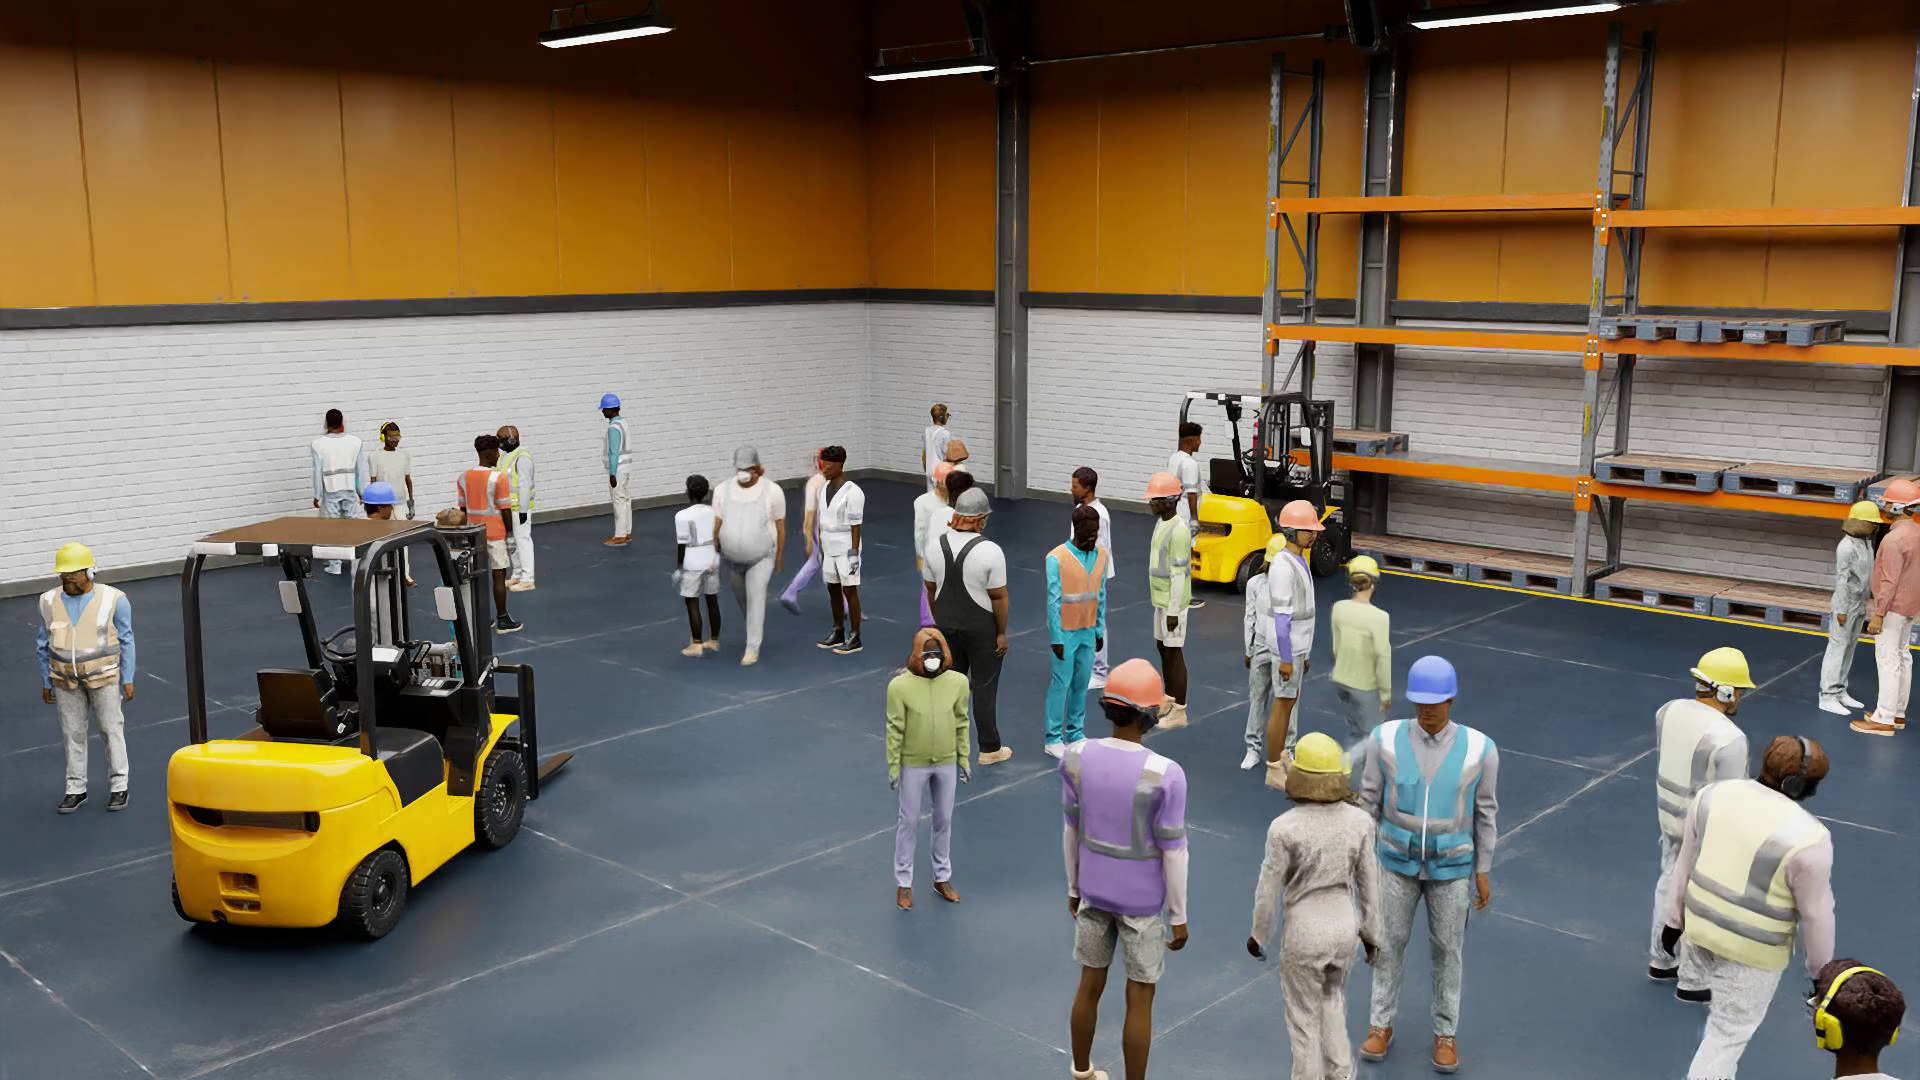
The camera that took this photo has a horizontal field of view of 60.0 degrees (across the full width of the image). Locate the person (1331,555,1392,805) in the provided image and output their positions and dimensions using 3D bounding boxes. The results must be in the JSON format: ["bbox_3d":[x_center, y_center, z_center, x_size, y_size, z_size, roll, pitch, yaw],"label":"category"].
[{"bbox_3d":[2.642,0.967,11.119,0.608,1.740,0.543,-6,12,-30],"label":"person"}]

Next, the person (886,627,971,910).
[{"bbox_3d":[-0.176,1.294,9.531,0.503,1.632,0.271,-3,11,-19],"label":"person"}]

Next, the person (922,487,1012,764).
[{"bbox_3d":[0.099,0.616,12.234,0.683,2.000,0.537,7,12,33],"label":"person"}]

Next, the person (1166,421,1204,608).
[{"bbox_3d":[2.372,-0.275,17.527,0.366,1.962,0.614,-3,10,-15],"label":"person"}]

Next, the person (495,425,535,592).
[{"bbox_3d":[-4.926,-0.359,18.401,0.429,1.831,0.636,-7,12,-36],"label":"person"}]

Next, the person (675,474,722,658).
[{"bbox_3d":[-2.411,0.236,15.393,0.319,1.696,0.539,9,13,41],"label":"person"}]

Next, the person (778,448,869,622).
[{"bbox_3d":[-1.430,-0.067,16.848,0.976,1.792,0.580,2,10,13],"label":"person"}]

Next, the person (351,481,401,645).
[{"bbox_3d":[-4.601,0.501,13.201,0.418,1.939,0.615,-8,13,-39],"label":"person"}]

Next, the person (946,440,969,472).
[{"bbox_3d":[-0.031,-0.309,18.662,0.286,1.633,0.500,1,10,3],"label":"person"}]

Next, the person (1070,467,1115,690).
[{"bbox_3d":[1.116,0.324,14.265,0.384,1.913,0.607,-3,10,-14],"label":"person"}]

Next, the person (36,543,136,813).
[{"bbox_3d":[-5.839,0.917,11.114,0.603,1.830,0.404,-1,10,-8],"label":"person"}]

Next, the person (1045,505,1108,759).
[{"bbox_3d":[0.854,0.675,12.318,0.585,1.902,0.406,-9,13,-40],"label":"person"}]

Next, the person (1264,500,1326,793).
[{"bbox_3d":[2.326,0.730,11.579,0.374,2.042,0.615,3,11,19],"label":"person"}]

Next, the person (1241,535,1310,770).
[{"bbox_3d":[2.280,0.817,11.967,0.486,1.735,0.322,3,10,18],"label":"person"}]

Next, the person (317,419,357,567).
[{"bbox_3d":[-7.380,-0.581,19.718,0.630,1.820,0.428,9,13,41],"label":"person"}]

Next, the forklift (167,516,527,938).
[{"bbox_3d":[-3.583,0.976,9.748,1.214,2.155,2.313,2,10,11],"label":"forklift"}]

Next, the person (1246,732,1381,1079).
[{"bbox_3d":[1.518,1.679,7.088,0.514,1.724,0.429,-4,11,-21],"label":"person"}]

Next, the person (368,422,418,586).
[{"bbox_3d":[-6.295,-0.383,18.455,0.509,1.860,0.333,-9,13,-42],"label":"person"}]

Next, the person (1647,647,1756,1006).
[{"bbox_3d":[3.697,1.420,8.294,0.403,1.818,0.606,-2,10,-13],"label":"person"}]

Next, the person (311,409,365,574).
[{"bbox_3d":[-7.201,-0.564,19.300,0.597,1.917,0.379,-8,13,-39],"label":"person"}]

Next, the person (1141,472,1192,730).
[{"bbox_3d":[1.608,0.476,13.070,0.403,2.035,0.604,-1,10,-6],"label":"person"}]

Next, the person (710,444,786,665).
[{"bbox_3d":[-1.958,0.055,15.429,0.683,2.000,1.014,1,10,8],"label":"person"}]

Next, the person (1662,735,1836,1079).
[{"bbox_3d":[3.260,1.677,6.884,0.683,1.800,0.648,-4,11,-20],"label":"person"}]

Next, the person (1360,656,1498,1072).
[{"bbox_3d":[2.129,1.471,7.631,0.614,1.945,0.404,4,11,20],"label":"person"}]

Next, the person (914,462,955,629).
[{"bbox_3d":[-0.165,0.116,15.926,0.561,1.743,0.335,-4,11,-24],"label":"person"}]

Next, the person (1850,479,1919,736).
[{"bbox_3d":[7.244,0.521,12.910,0.612,1.995,0.377,-9,13,-42],"label":"person"}]

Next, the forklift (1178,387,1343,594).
[{"bbox_3d":[3.298,-0.608,18.767,1.214,2.155,2.313,9,13,42],"label":"forklift"}]

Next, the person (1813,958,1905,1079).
[{"bbox_3d":[2.399,2.056,4.564,0.514,1.861,0.321,-2,10,-9],"label":"person"}]

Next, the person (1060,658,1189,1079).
[{"bbox_3d":[0.721,1.510,7.166,0.606,2.034,0.396,8,13,38],"label":"person"}]

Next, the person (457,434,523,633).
[{"bbox_3d":[-4.623,-0.061,16.314,0.602,1.961,0.371,4,11,23],"label":"person"}]

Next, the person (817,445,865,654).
[{"bbox_3d":[-1.130,0.082,15.530,0.372,1.958,0.598,-9,14,-43],"label":"person"}]

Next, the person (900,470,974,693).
[{"bbox_3d":[-0.160,0.374,13.909,0.708,1.937,0.634,-8,13,-38],"label":"person"}]

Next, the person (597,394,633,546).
[{"bbox_3d":[-4.367,-0.891,21.125,0.415,1.937,0.604,0,10,-1],"label":"person"}]

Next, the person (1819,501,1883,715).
[{"bbox_3d":[7.266,0.540,13.523,0.492,1.740,0.325,-9,13,-42],"label":"person"}]

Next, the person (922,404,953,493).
[{"bbox_3d":[-0.258,-0.777,20.723,0.343,1.847,0.506,-9,14,-43],"label":"person"}]
